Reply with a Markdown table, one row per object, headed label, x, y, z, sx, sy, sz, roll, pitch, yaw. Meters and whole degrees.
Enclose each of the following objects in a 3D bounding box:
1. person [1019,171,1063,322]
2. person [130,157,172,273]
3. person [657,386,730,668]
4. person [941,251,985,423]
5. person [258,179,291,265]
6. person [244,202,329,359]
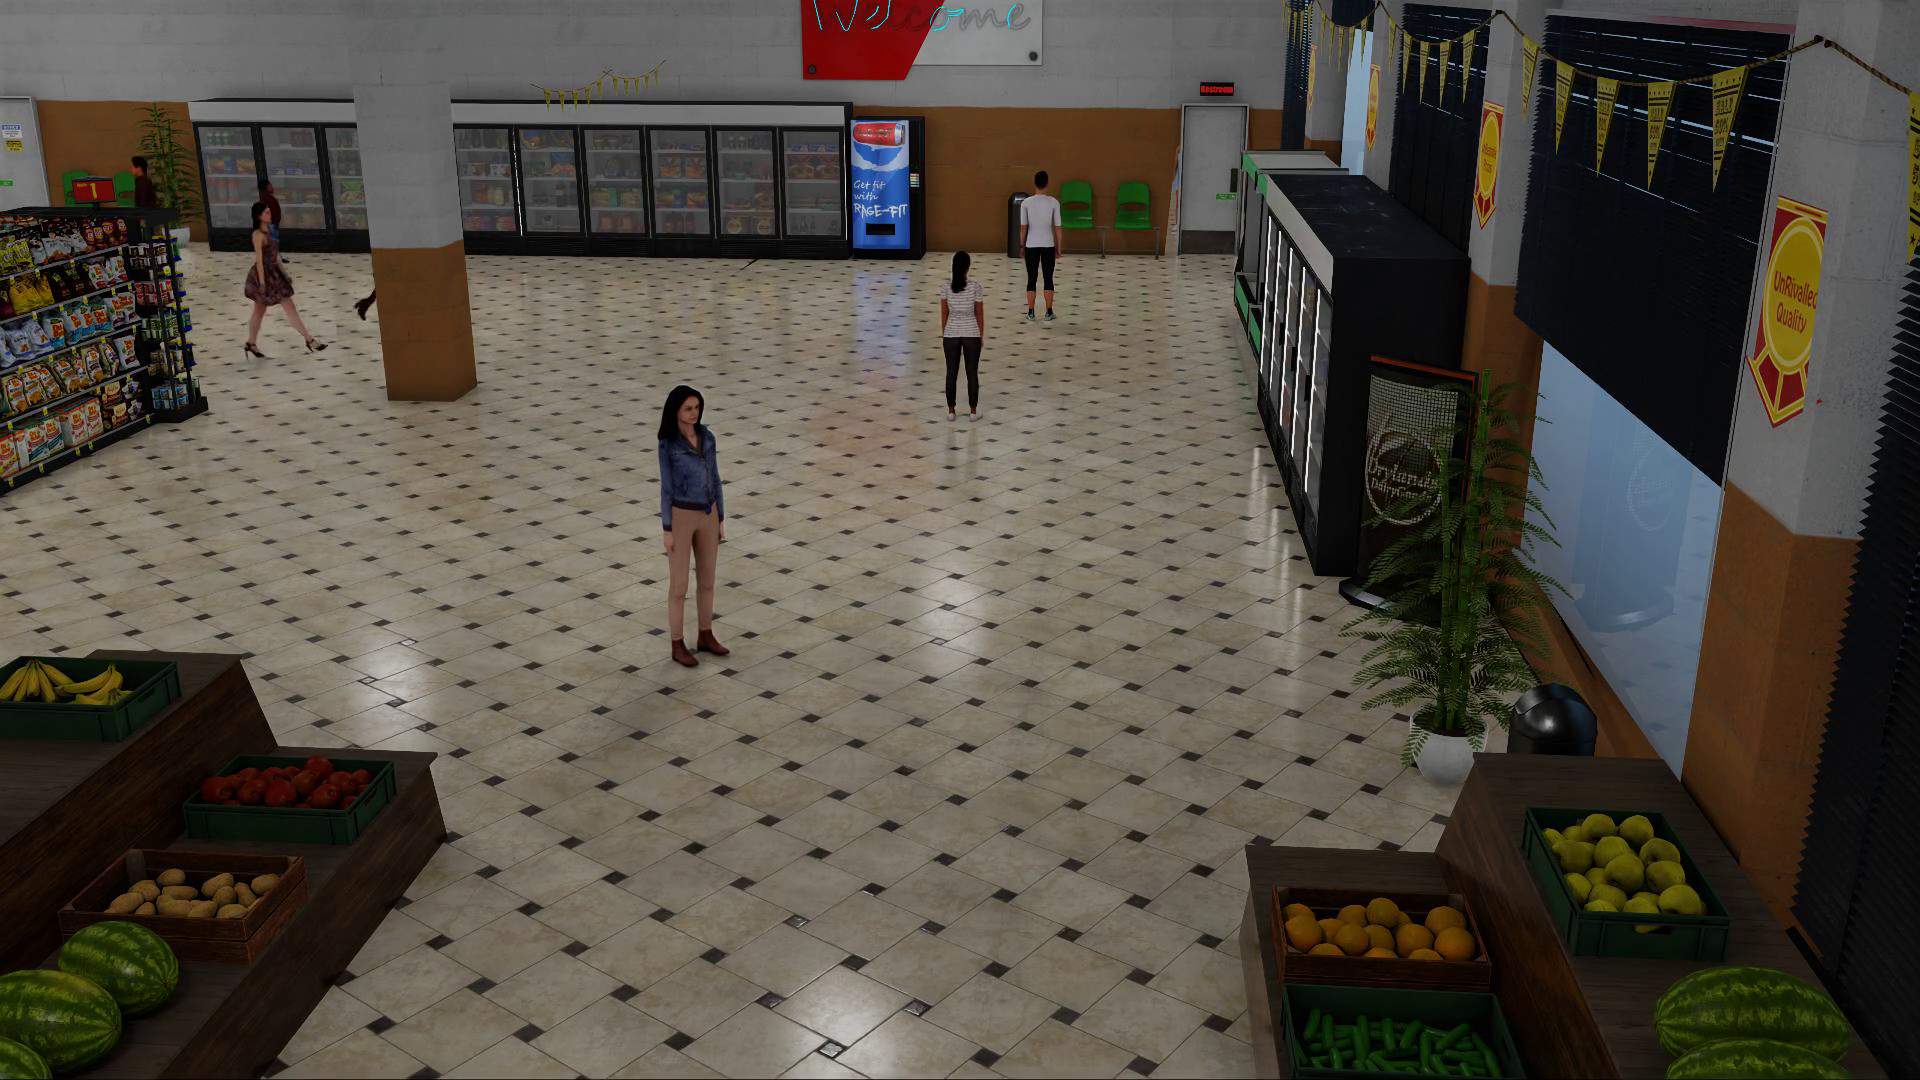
| label | x | y | z | sx | sy | sz | roll | pitch | yaw |
| --- | --- | --- | --- | --- | --- | --- | --- | --- | --- |
| person | 1.003 | -3.674 | 20.792 | 0.674 | 1.851 | 0.538 | 1 | 19 | 3 |
| person | -11.223 | -4.450 | 23.215 | 0.851 | 1.772 | 0.747 | -7 | 20 | -21 |
| person | -1.672 | -0.092 | 10.286 | 0.686 | 1.774 | 0.747 | -15 | 24 | -38 |
| person | 0.022 | -1.965 | 16.041 | 0.572 | 1.647 | 0.530 | 3 | 19 | 7 |
| person | -10.388 | -4.803 | 25.069 | 0.640 | 1.256 | 0.588 | -17 | 25 | -41 |
| person | -7.797 | -2.850 | 18.545 | 0.902 | 1.725 | 1.138 | -4 | 19 | -12 |
